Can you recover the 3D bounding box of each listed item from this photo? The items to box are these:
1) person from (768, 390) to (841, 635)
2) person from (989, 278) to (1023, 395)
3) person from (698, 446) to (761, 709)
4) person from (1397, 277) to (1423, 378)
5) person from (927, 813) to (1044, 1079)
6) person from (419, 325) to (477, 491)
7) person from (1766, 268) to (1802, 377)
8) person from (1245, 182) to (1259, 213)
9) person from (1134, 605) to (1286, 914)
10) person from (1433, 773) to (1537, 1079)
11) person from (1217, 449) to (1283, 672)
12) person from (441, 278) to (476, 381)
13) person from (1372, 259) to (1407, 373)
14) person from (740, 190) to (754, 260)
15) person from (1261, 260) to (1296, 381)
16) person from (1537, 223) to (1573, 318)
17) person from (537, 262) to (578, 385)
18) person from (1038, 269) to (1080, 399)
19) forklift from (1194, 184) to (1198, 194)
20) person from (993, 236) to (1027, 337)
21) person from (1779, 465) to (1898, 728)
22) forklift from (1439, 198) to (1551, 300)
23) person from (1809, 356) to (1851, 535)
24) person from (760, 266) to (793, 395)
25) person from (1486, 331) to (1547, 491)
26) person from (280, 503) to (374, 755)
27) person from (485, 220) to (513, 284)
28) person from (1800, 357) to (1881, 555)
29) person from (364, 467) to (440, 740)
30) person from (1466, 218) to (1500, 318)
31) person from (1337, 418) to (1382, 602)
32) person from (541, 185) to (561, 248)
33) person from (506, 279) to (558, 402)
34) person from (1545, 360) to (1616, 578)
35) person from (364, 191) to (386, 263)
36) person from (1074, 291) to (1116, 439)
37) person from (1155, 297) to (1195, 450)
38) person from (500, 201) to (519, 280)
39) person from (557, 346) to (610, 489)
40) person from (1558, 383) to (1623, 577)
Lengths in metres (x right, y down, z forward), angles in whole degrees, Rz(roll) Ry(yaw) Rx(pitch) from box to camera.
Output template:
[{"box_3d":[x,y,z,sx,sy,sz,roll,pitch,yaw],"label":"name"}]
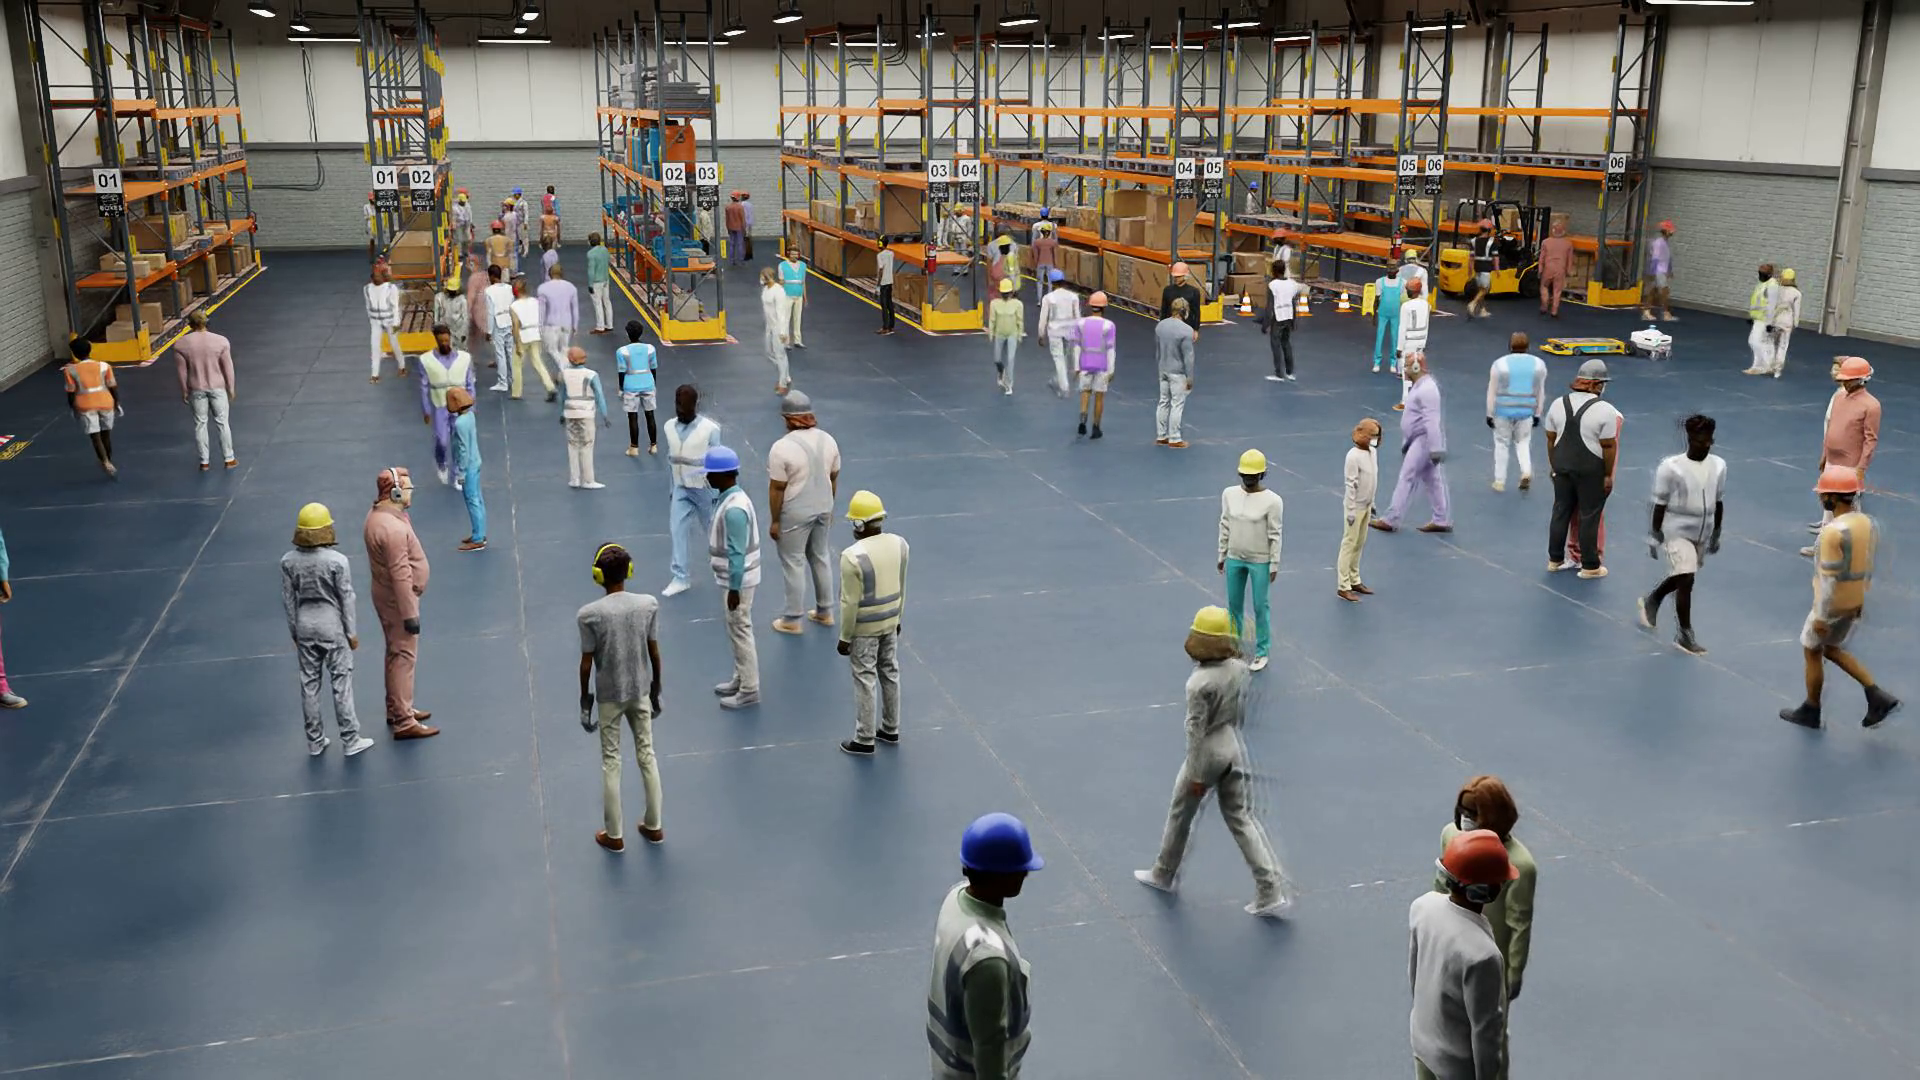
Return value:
[{"box_3d":[-1.347,-0.254,13.894,0.537,2.000,0.689,14,20,42],"label":"person"},{"box_3d":[0.697,-3.096,25.167,0.525,1.743,0.570,3,15,9],"label":"person"},{"box_3d":[-1.664,0.264,12.146,0.426,1.938,0.625,-3,15,-13],"label":"person"},{"box_3d":[7.140,-3.359,26.378,0.287,1.628,0.505,-8,17,-26],"label":"person"},{"box_3d":[0.089,1.893,6.021,0.413,1.940,0.601,-2,15,-9],"label":"person"},{"box_3d":[-5.783,-1.504,18.866,0.607,1.895,0.444,-8,17,-28],"label":"person"},{"box_3d":[13.171,-3.486,26.654,0.503,1.726,0.465,7,17,26],"label":"person"},{"box_3d":[8.687,-9.665,49.485,0.404,1.945,0.615,5,16,19],"label":"person"},{"box_3d":[1.420,1.199,9.092,0.898,1.692,0.510,13,20,41],"label":"person"},{"box_3d":[2.201,1.763,7.102,0.276,1.626,0.501,-9,18,-31],"label":"person"},{"box_3d":[2.239,0.153,12.915,0.524,1.762,0.346,11,19,36],"label":"person"},{"box_3d":[-7.825,-3.219,25.740,0.534,1.684,0.856,5,16,18],"label":"person"},{"box_3d":[6.949,-3.620,26.934,0.514,1.844,0.328,3,15,11],"label":"person"},{"box_3d":[-5.936,-8.688,45.945,0.433,1.887,0.739,8,17,27],"label":"person"},{"box_3d":[5.084,-3.452,26.234,0.699,1.898,0.377,-11,18,-35],"label":"person"},{"box_3d":[12.137,-5.511,33.981,0.675,1.880,0.735,3,15,11],"label":"person"},{"box_3d":[-6.143,-3.296,25.563,0.650,1.922,0.598,-11,18,-35],"label":"person"},{"box_3d":[1.475,-3.095,24.898,0.631,1.881,1.013,-7,16,-23],"label":"person"},{"box_3d":[7.392,-11.333,53.972,1.873,2.768,1.129,-4,15,-15],"label":"forklift"},{"box_3d":[0.895,-4.717,31.004,0.767,1.876,0.611,1,15,4],"label":"person"},{"box_3d":[6.148,0.440,11.535,0.571,1.911,0.650,-10,18,-34],"label":"person"},{"box_3d":[11.913,-6.508,37.130,2.313,2.155,1.214,-4,15,-15],"label":"forklift"},{"box_3d":[8.967,-0.953,16.912,0.386,1.839,0.572,7,16,24],"label":"person"},{"box_3d":[-2.738,-3.155,25.054,0.444,1.924,0.754,-8,17,-28],"label":"person"},{"box_3d":[6.246,-1.433,18.755,0.628,1.831,0.470,0,15,2],"label":"person"},{"box_3d":[-4.296,0.604,11.234,0.487,1.744,0.312,2,15,7],"label":"person"},{"box_3d":[-9.614,-5.736,34.818,0.552,1.903,0.848,-6,16,-22],"label":"person"},{"box_3d":[8.464,-0.766,15.917,0.384,1.991,0.609,-3,15,-12],"label":"person"},{"box_3d":[-3.896,0.429,11.607,0.400,1.899,0.652,-7,16,-25],"label":"person"},{"box_3d":[10.516,-5.469,33.576,0.857,2.022,0.628,-11,18,-36],"label":"person"},{"box_3d":[3.557,-0.280,14.769,0.278,1.633,0.499,11,18,36],"label":"person"},{"box_3d":[-12.194,-9.651,49.663,0.619,1.836,0.431,7,17,26],"label":"person"},{"box_3d":[-6.302,-2.904,24.312,0.872,1.813,0.560,10,18,32],"label":"person"},{"box_3d":[5.814,-0.677,15.485,0.537,2.000,0.674,-11,18,-35],"label":"person"},{"box_3d":[-15.827,-8.463,44.993,0.552,1.934,0.377,-2,15,-8],"label":"person"},{"box_3d":[1.764,-2.278,21.716,0.560,1.927,0.445,5,16,20],"label":"person"},{"box_3d":[2.720,-2.111,21.099,0.379,1.931,0.635,-11,18,-35],"label":"person"},{"box_3d":[-11.110,-7.360,40.890,0.403,1.906,0.652,0,15,0],"label":"person"},{"box_3d":[-4.299,-1.390,18.976,0.627,1.624,0.343,4,15,15],"label":"person"},{"box_3d":[5.858,-0.617,15.523,0.402,1.907,0.597,-9,17,-29],"label":"person"}]
